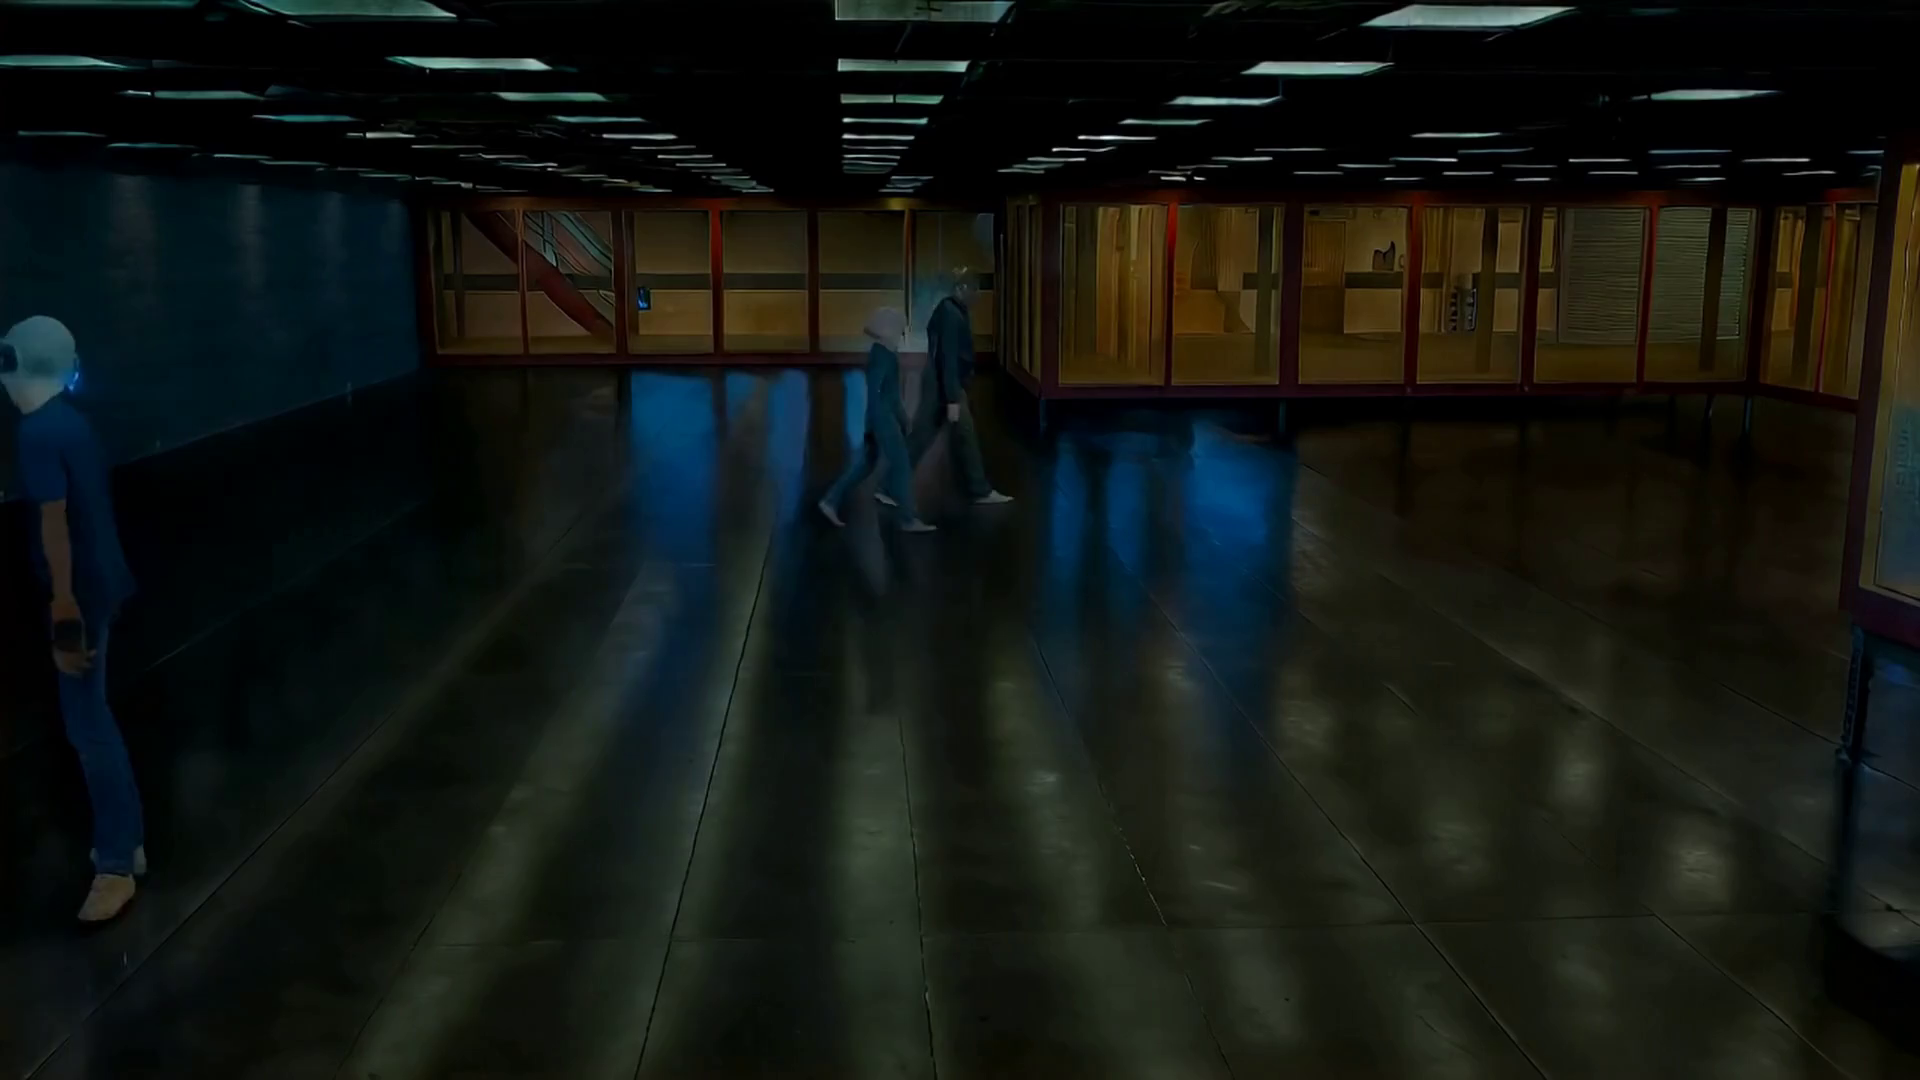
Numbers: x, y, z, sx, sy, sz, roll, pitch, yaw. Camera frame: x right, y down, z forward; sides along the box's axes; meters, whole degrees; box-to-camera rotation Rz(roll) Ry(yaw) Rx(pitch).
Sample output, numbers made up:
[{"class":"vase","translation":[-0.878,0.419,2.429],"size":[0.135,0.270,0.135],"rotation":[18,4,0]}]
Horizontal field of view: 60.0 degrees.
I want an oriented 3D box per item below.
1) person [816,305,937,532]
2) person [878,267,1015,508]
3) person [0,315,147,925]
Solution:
[{"class":"person","translation":[-0.604,-0.845,11.586],"size":[0.822,1.597,0.495],"rotation":[0,11,1]},{"class":"person","translation":[-0.132,-1.133,12.532],"size":[1.031,1.837,0.676],"rotation":[1,11,7]},{"class":"person","translation":[-2.771,0.237,5.141],"size":[0.339,1.834,0.694],"rotation":[-3,11,-14]}]
